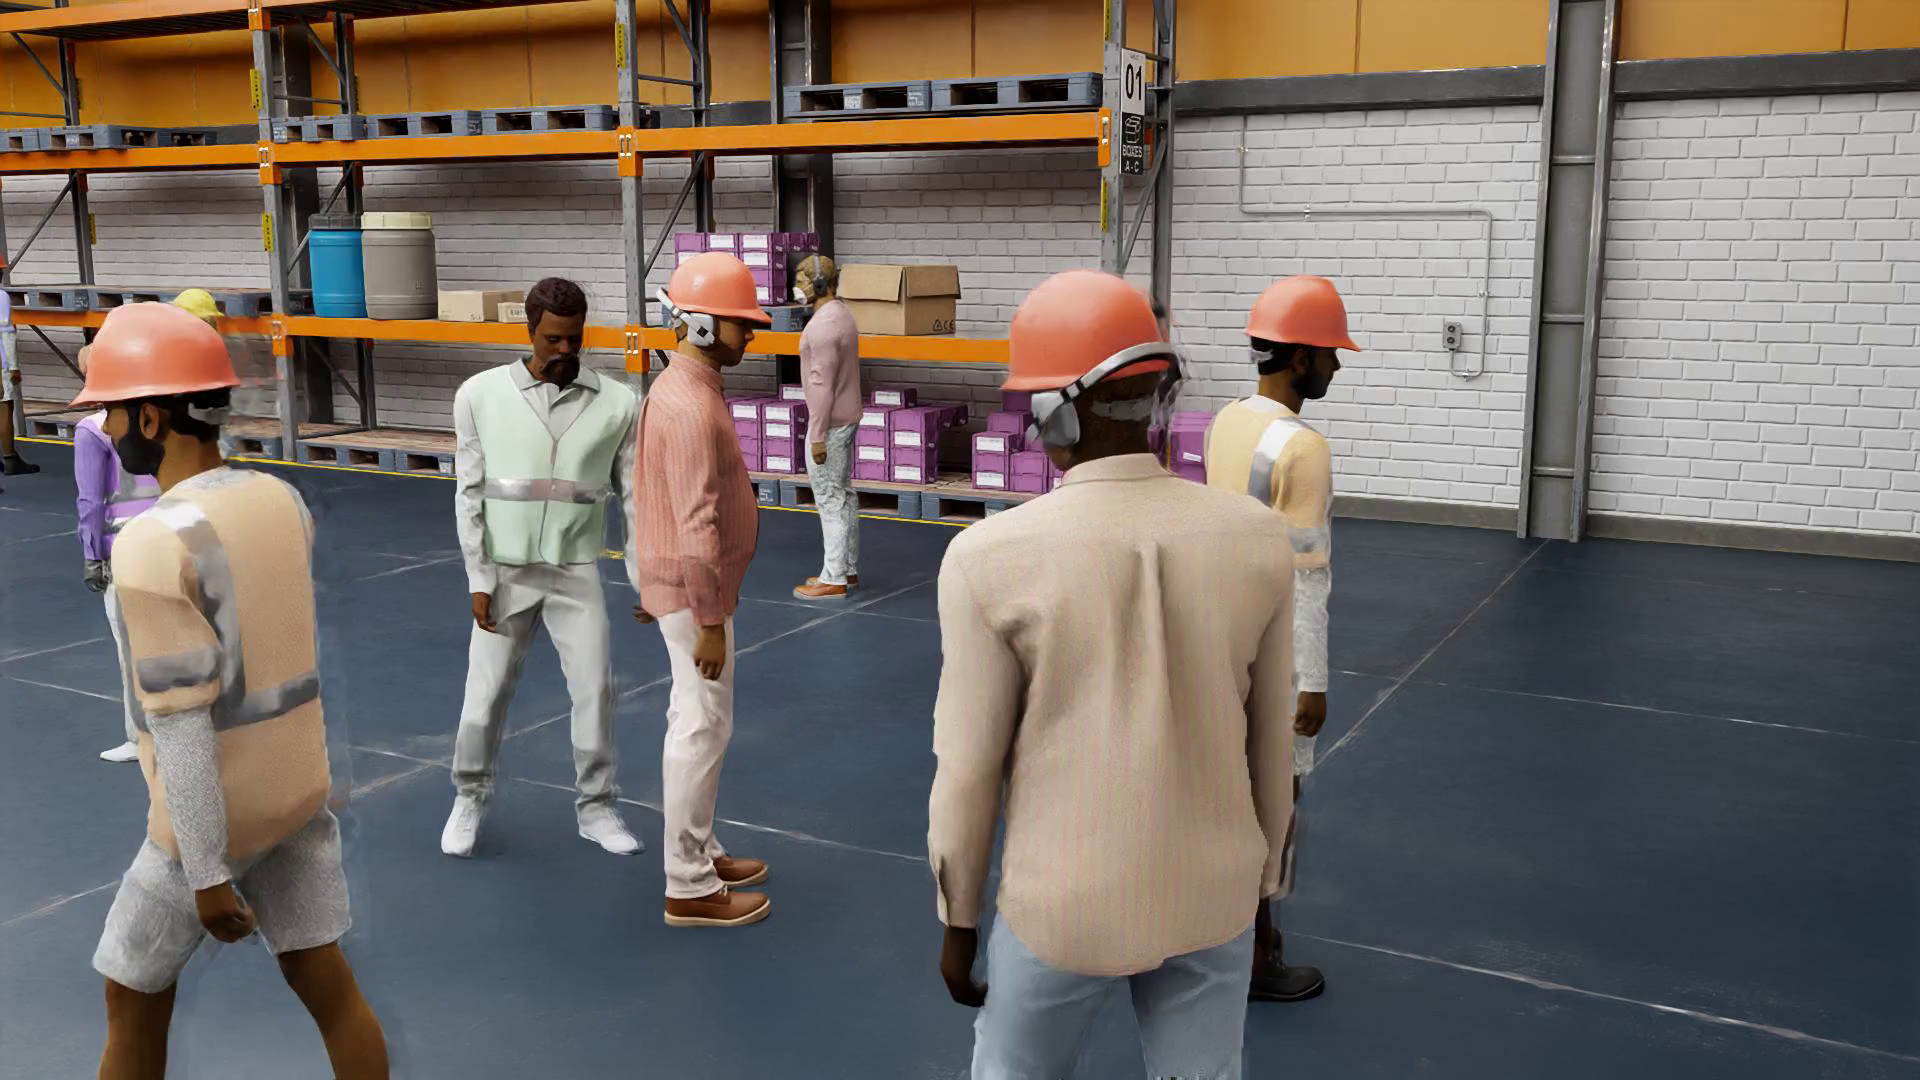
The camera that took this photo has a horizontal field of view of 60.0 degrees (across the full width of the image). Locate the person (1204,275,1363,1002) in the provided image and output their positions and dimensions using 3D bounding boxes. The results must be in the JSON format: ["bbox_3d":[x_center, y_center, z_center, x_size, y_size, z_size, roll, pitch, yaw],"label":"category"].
[{"bbox_3d":[0.841,0.268,4.437,0.395,1.925,0.543,-3,11,-17],"label":"person"}]

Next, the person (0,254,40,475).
[{"bbox_3d":[-8.213,-1.517,14.169,0.546,1.939,0.375,4,11,22],"label":"person"}]

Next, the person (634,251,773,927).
[{"bbox_3d":[-0.742,0.156,4.894,0.409,1.982,0.626,-2,11,-12],"label":"person"}]

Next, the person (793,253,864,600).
[{"bbox_3d":[-0.736,-0.629,9.326,0.378,1.932,0.627,1,10,7],"label":"person"}]

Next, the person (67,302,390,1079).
[{"bbox_3d":[-1.520,0.498,3.243,0.939,1.893,0.550,2,11,12],"label":"person"}]

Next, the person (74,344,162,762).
[{"bbox_3d":[-3.195,0.043,6.472,0.318,1.631,0.514,3,11,14],"label":"person"}]

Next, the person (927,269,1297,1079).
[{"bbox_3d":[0.248,0.567,2.670,0.609,1.970,0.513,-3,11,-15],"label":"person"}]

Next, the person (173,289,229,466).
[{"bbox_3d":[-4.116,-0.490,9.074,0.491,1.744,0.294,10,14,43],"label":"person"}]

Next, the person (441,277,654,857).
[{"bbox_3d":[-1.376,0.100,5.426,0.760,1.896,0.530,-5,12,-27],"label":"person"}]
